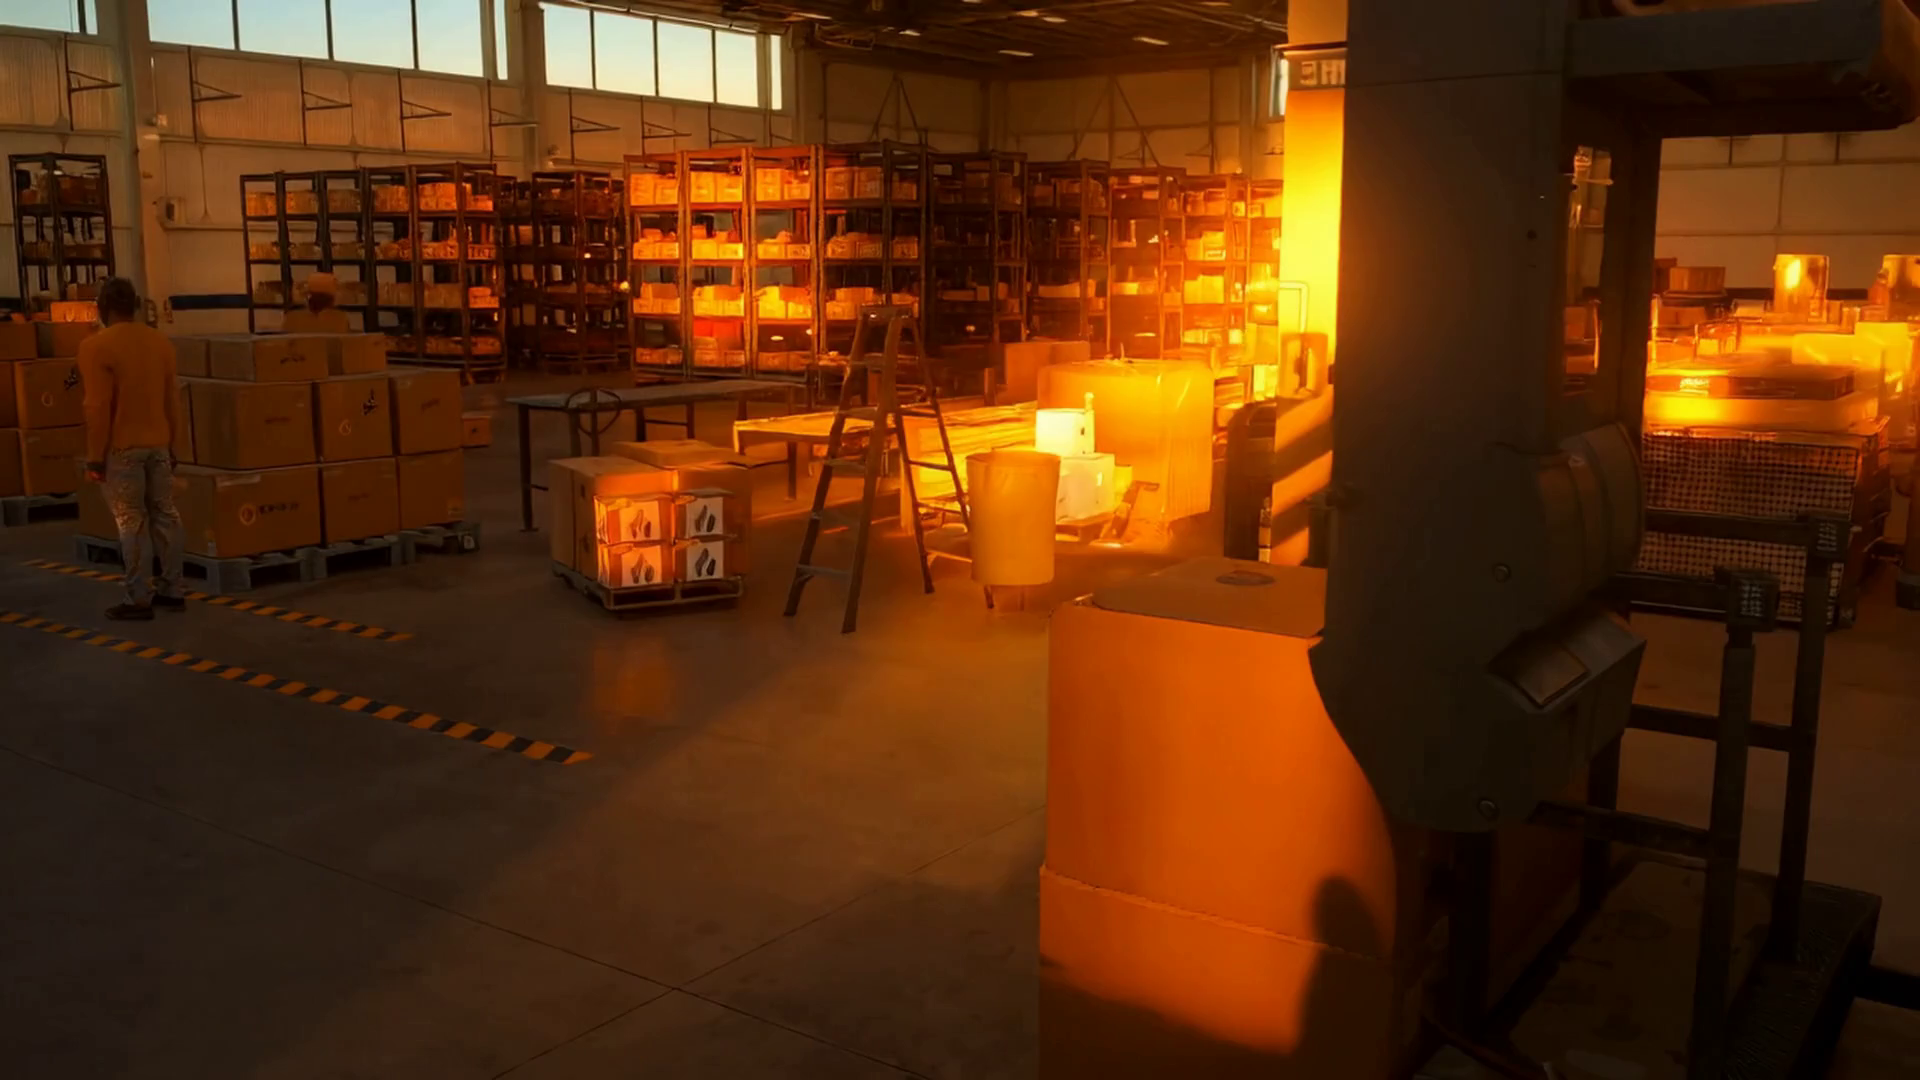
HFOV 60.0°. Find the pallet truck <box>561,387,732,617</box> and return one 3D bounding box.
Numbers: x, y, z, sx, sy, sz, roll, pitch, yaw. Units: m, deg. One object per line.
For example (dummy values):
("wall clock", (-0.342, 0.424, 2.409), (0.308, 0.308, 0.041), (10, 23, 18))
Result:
("pallet truck", (-1.981, -0.274, 10.088), (0.680, 1.201, 1.601), (-5, 11, -28))

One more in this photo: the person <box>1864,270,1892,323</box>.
("person", (19.415, -4.791, 35.204), (0.404, 1.824, 0.624), (-4, 10, -20))

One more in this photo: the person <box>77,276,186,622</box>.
("person", (-4.659, -0.506, 9.355), (0.377, 1.940, 0.629), (3, 10, 18))

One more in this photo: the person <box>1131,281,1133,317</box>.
("person", (4.169, -5.683, 40.675), (0.569, 1.784, 0.865), (9, 13, 42))

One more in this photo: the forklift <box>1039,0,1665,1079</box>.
("forklift", (1.249, -0.137, 4.360), (1.873, 2.768, 1.129), (7, 12, 35))

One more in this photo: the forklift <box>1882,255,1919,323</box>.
("forklift", (22.089, -5.634, 38.796), (1.157, 1.987, 2.680), (6, 11, 33))

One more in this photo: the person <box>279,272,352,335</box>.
("person", (-5.577, -1.351, 14.423), (0.679, 1.937, 0.738), (-2, 10, -9))

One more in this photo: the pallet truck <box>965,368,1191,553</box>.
("pallet truck", (0.845, -0.609, 11.869), (1.630, 1.274, 0.653), (7, 12, 35))

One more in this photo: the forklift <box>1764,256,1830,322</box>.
("forklift", (20.253, -5.854, 40.139), (1.157, 1.987, 2.680), (7, 12, 35))
